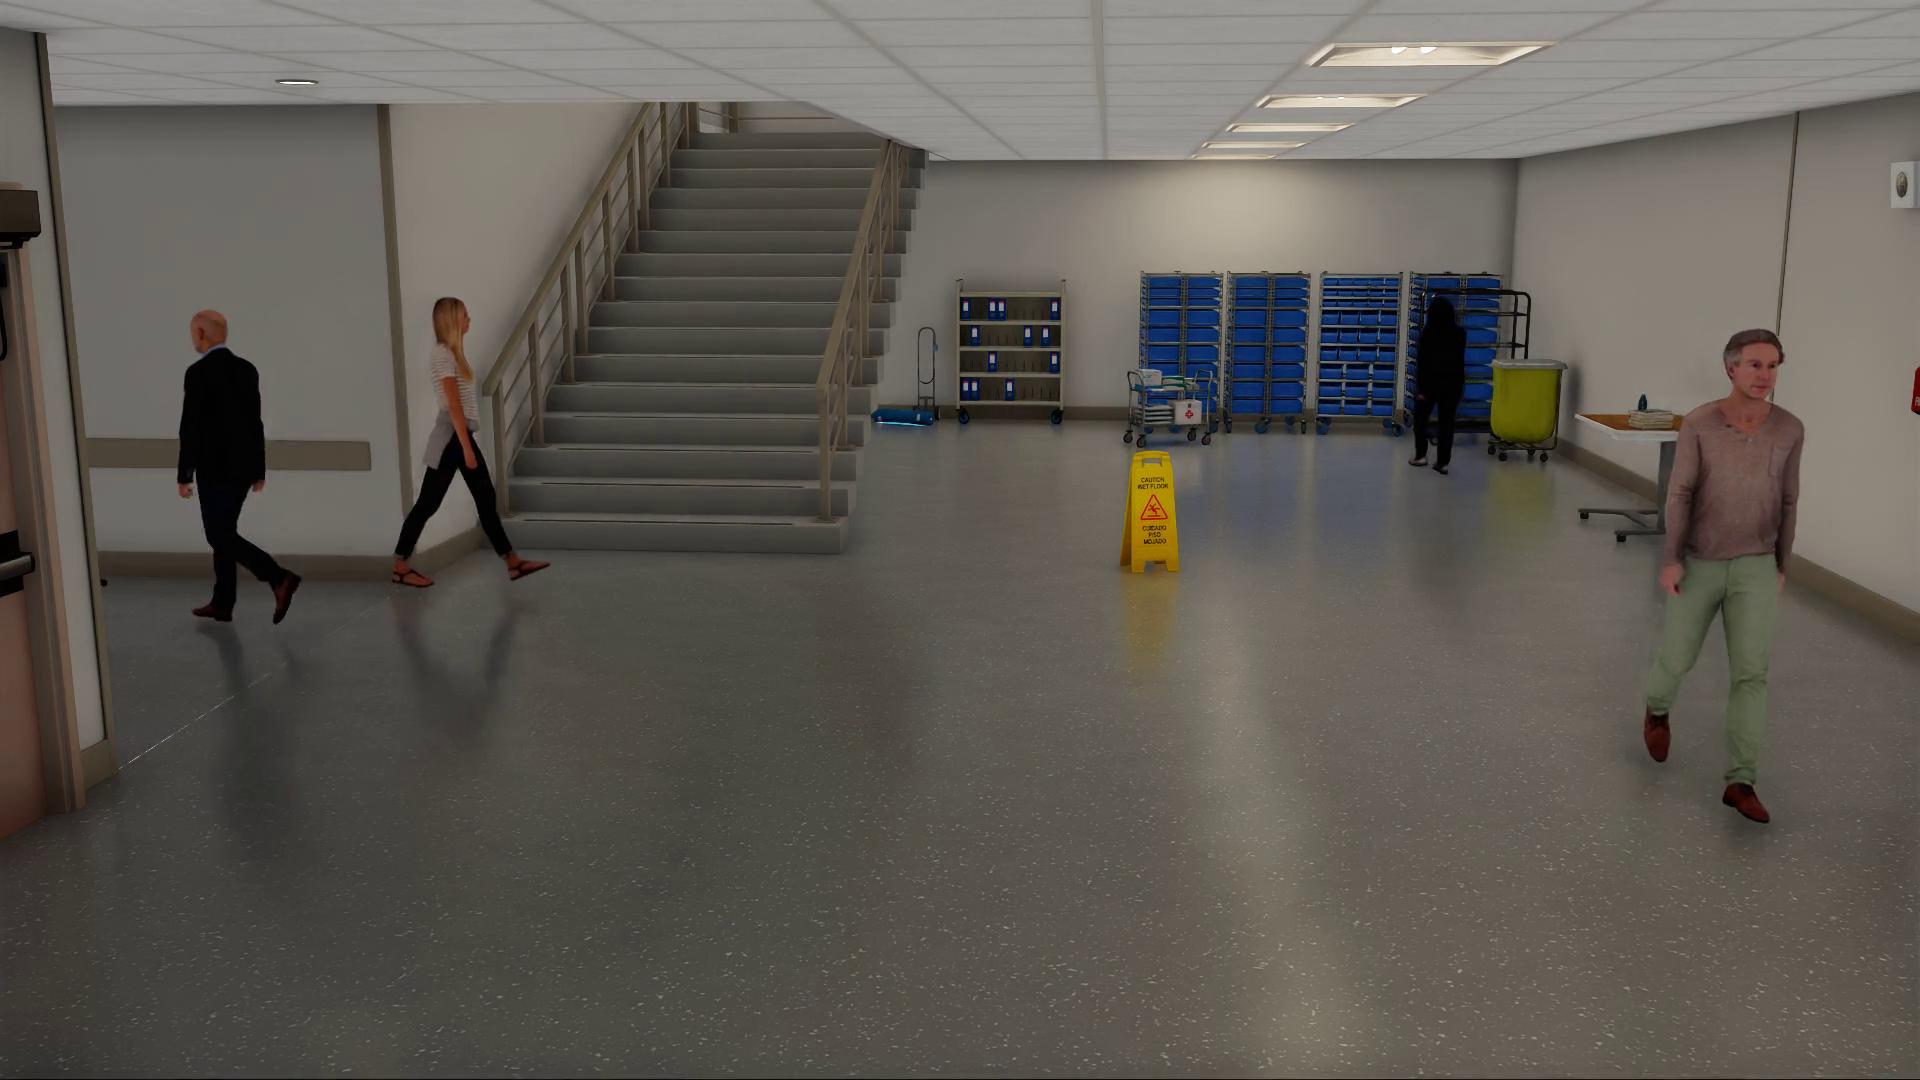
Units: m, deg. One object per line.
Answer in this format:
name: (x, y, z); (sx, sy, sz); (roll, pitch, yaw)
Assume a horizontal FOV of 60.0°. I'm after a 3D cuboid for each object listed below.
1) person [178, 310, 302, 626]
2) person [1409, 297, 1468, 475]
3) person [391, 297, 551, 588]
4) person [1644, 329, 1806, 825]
person: (-4.069, -0.380, 9.352); (0.957, 1.774, 1.079); (3, 11, 14)
person: (4.419, -1.397, 15.175); (0.685, 1.602, 0.712); (-1, 11, -4)
person: (-3.211, -0.543, 10.208); (0.929, 1.776, 1.198); (-2, 11, -12)
person: (2.985, 0.111, 6.579); (0.746, 1.844, 1.212); (2, 11, 11)
